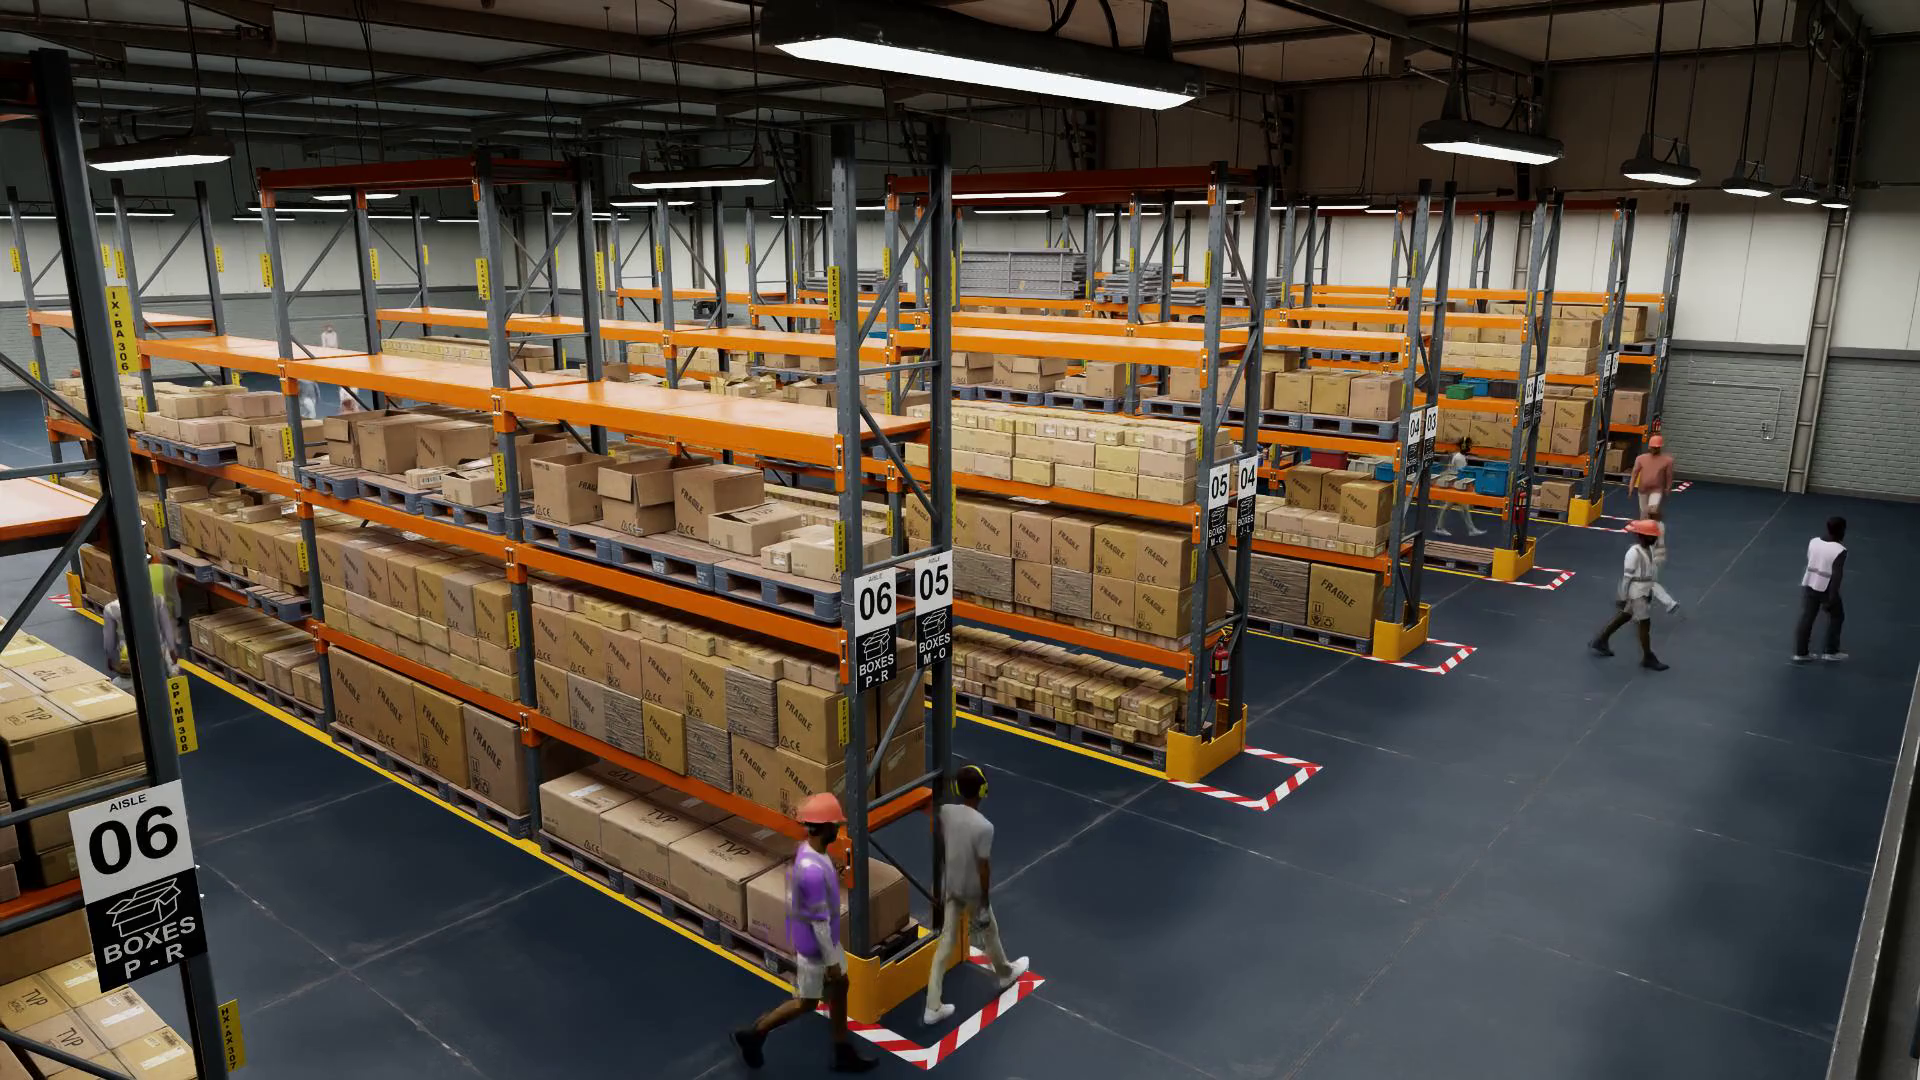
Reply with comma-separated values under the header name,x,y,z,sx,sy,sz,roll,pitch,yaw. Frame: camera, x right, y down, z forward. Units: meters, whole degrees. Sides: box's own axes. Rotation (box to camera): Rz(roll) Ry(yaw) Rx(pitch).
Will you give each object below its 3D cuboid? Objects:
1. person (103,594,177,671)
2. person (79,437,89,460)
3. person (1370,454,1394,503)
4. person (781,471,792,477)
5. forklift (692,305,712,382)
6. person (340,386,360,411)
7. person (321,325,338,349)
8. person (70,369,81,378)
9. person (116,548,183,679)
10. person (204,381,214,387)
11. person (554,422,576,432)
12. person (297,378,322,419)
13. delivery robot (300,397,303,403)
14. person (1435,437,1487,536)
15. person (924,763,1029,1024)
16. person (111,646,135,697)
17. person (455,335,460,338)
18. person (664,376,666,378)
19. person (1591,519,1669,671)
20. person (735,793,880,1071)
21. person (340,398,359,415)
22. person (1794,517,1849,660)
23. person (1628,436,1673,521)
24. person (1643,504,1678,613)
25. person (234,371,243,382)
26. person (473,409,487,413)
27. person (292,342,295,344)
name,x,y,z,sx,sy,sz,roll,pitch,yaw
person,-8.945,1.211,13.722,1.024,1.884,0.617,11,18,39
person,-20.525,-2.688,29.422,0.365,2.047,0.608,1,14,2
person,8.365,-1.594,25.136,1.019,1.938,0.611,9,17,34
person,-3.996,-2.432,28.613,0.626,1.941,1.046,-10,17,-35
forklift,-9.511,-7.392,47.124,1.873,2.768,1.129,11,17,38
person,-16.443,-3.595,34.076,0.848,1.588,0.526,12,18,41
person,-24.848,-7.575,49.868,0.773,1.878,0.685,8,16,30
person,-23.844,-3.724,34.100,0.640,1.847,0.628,-3,14,-12
person,-9.600,0.941,14.932,0.436,1.831,0.660,12,18,40
person,-19.206,-3.200,32.199,0.569,1.713,0.757,7,15,27
person,-8.786,-2.211,27.887,0.751,1.851,0.389,6,15,25
person,-17.981,-3.896,34.724,1.005,1.896,0.645,5,14,19
delivery robot,-21.371,-4.634,40.428,0.707,0.478,0.477,4,14,17
person,9.069,-0.939,22.672,0.930,1.823,0.545,9,16,32
person,0.073,2.435,8.855,0.534,1.806,0.999,12,18,40
person,-7.553,1.783,11.686,0.491,1.736,0.324,3,14,11
person,-19.005,-6.947,47.736,0.548,1.645,0.864,-6,15,-23
person,-8.552,-4.342,36.449,0.371,1.940,0.627,3,14,12
person,8.607,0.643,16.048,0.556,1.895,0.972,-12,18,-41
person,-0.999,2.562,8.142,0.861,1.898,0.569,0,14,1
person,-13.481,-2.186,27.740,0.935,1.861,0.659,2,14,9
person,11.173,0.624,16.128,0.776,1.891,0.596,-2,14,-9
person,12.187,-0.887,22.243,0.648,1.941,1.041,11,18,38
person,10.017,0.294,18.055,0.595,1.611,0.558,12,18,41
person,-18.943,-3.512,33.204,0.400,1.855,0.561,-7,15,-26
person,-13.383,-3.900,35.136,0.318,1.697,0.535,11,18,39
person,-24.062,-6.486,45.340,0.572,1.899,0.605,-6,15,-23
